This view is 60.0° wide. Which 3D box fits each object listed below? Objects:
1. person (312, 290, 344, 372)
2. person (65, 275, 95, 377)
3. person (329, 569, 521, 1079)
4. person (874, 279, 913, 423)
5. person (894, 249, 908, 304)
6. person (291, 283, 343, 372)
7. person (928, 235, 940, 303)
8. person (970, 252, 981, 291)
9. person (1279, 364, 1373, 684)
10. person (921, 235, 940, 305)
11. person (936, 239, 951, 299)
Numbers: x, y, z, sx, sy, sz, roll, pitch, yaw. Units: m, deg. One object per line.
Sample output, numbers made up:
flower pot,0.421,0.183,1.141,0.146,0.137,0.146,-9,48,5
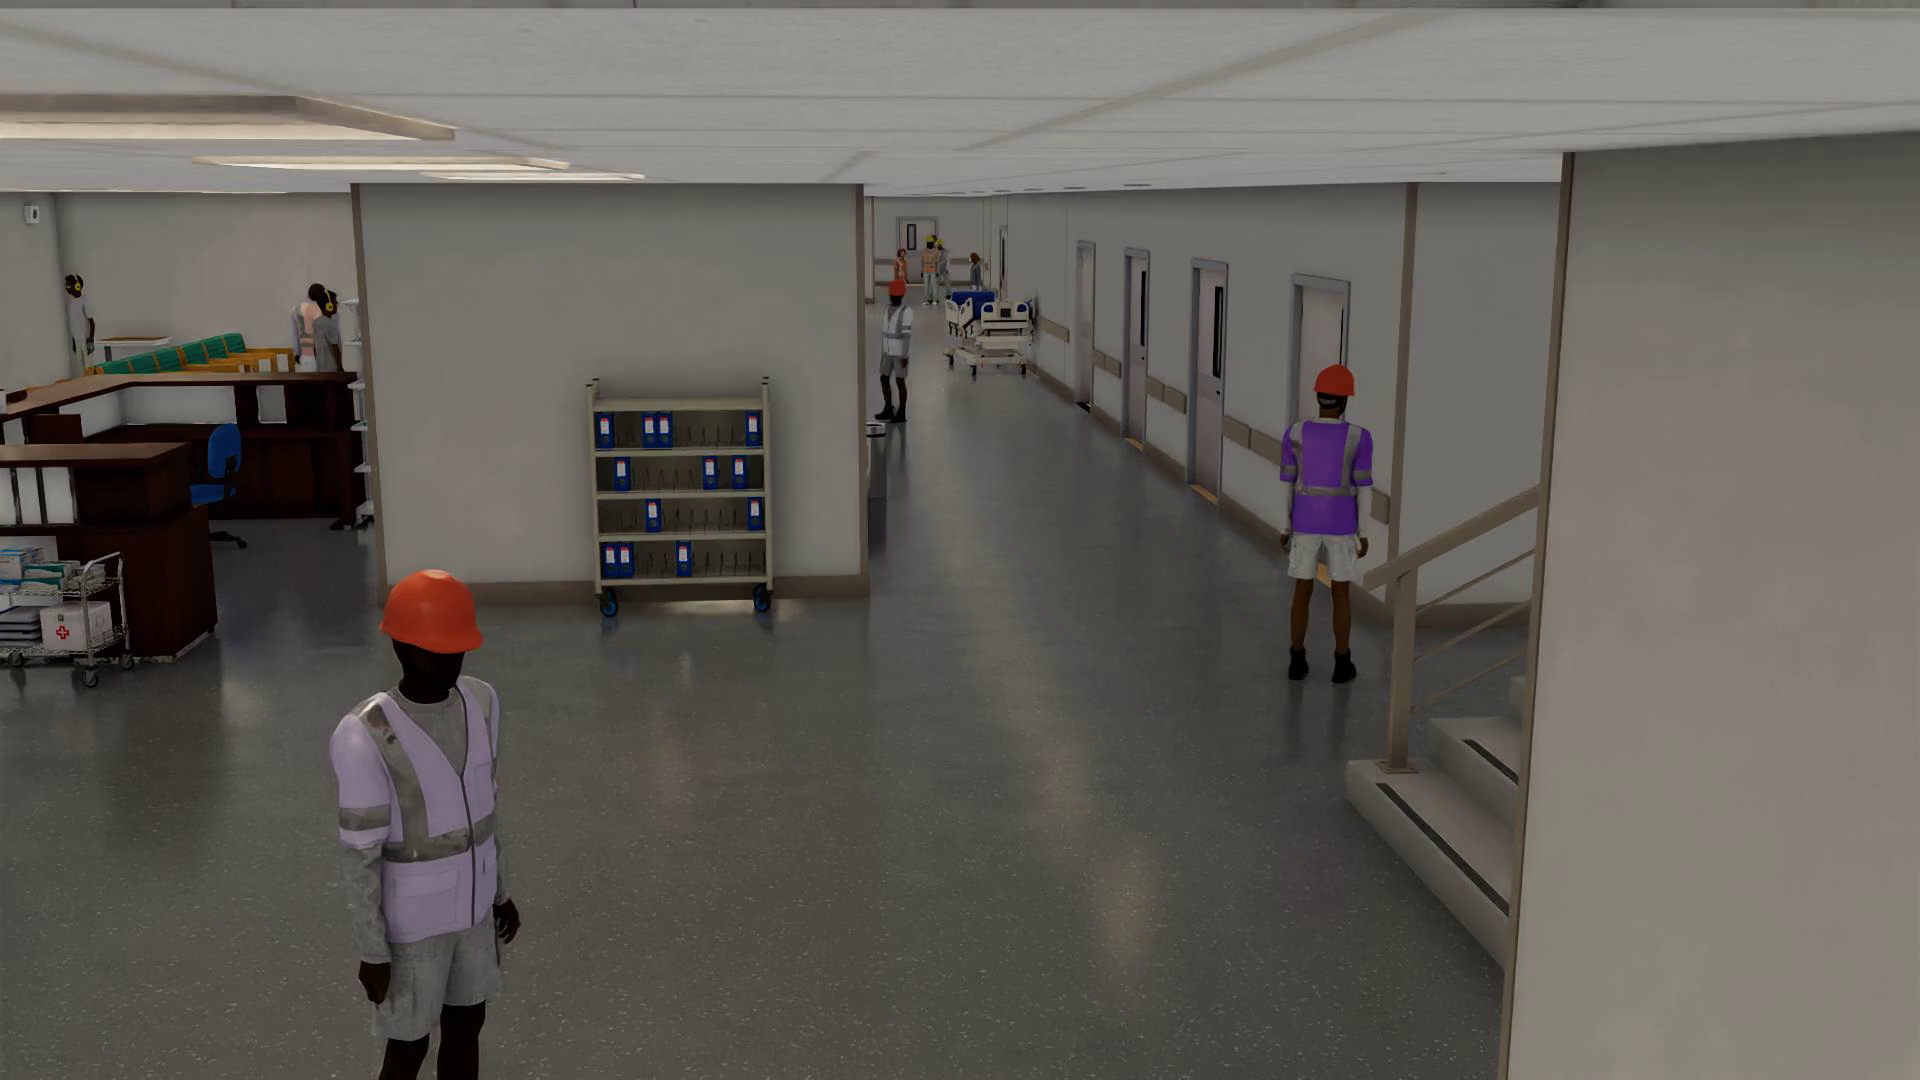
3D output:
person,-7.310,-1.959,19.360,0.514,1.872,0.328,9,15,38
person,-12.424,-2.817,23.547,0.535,1.868,0.309,9,14,37
person,-1.434,1.023,4.622,0.377,1.932,0.551,6,13,28
person,-0.838,-2.460,21.728,0.591,1.902,0.453,11,16,43
person,-1.555,-6.856,43.851,0.310,1.638,0.523,9,14,36
person,-8.541,-2.504,22.137,0.637,1.820,0.528,-3,12,-12
person,-0.797,-7.685,47.207,0.386,1.927,0.636,2,12,8
person,0.372,-6.244,40.873,0.269,1.632,0.504,-3,12,-16
person,2.218,-0.097,10.090,0.551,1.934,0.375,5,12,22
person,-0.832,-7.480,46.190,0.587,1.927,0.364,6,13,25
person,-0.543,-7.941,48.825,0.588,1.777,0.981,5,13,25
